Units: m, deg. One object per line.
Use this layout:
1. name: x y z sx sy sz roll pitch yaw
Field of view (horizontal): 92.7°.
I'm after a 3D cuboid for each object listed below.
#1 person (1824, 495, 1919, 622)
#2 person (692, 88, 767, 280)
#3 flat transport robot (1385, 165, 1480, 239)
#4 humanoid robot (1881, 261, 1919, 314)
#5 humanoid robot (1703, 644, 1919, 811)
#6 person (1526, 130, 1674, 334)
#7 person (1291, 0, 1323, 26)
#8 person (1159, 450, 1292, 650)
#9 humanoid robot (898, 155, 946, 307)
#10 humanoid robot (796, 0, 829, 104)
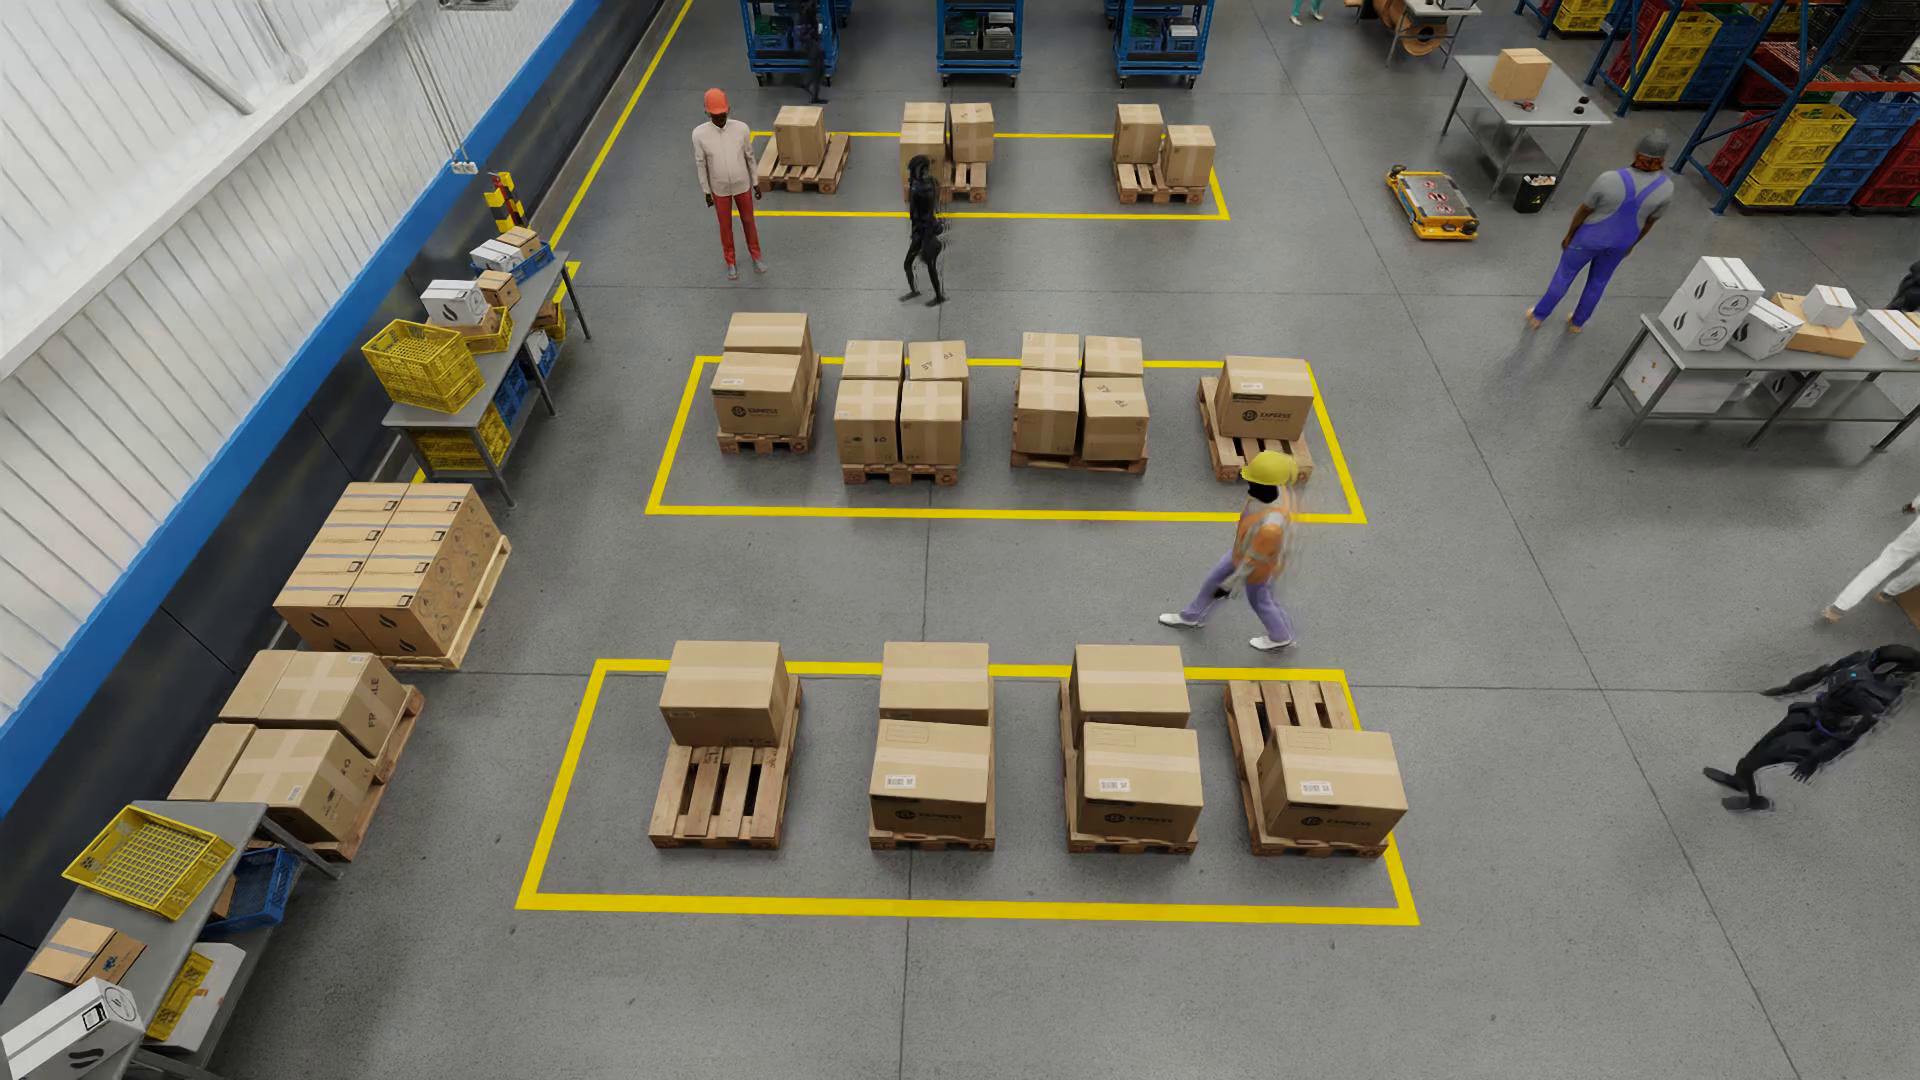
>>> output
1. person: 7.096 -0.072 6.554 0.918 1.840 0.582 -27 54 -22
2. person: -2.398 -3.704 9.598 0.612 1.996 0.377 -16 51 -14
3. flat transport robot: 5.692 -4.094 11.059 0.652 0.197 1.431 1 49 1
4. humanoid robot: 9.207 -2.443 8.709 0.341 1.658 0.601 22 52 18
5. humanoid robot: 5.169 1.113 5.635 0.416 1.645 0.600 25 54 20
6. person: 6.286 -2.992 8.953 0.683 2.000 0.537 13 50 11
7. person: 5.700 -9.087 14.430 0.598 1.728 0.354 -17 51 -14
8. person: 2.059 0.122 6.366 0.972 1.877 0.591 4 49 3
9. humanoid robot: -0.403 -3.077 9.271 0.576 1.643 0.590 -25 54 -20
10. humanoid robot: -2.039 -6.839 12.519 0.366 1.643 0.620 4 49 3
